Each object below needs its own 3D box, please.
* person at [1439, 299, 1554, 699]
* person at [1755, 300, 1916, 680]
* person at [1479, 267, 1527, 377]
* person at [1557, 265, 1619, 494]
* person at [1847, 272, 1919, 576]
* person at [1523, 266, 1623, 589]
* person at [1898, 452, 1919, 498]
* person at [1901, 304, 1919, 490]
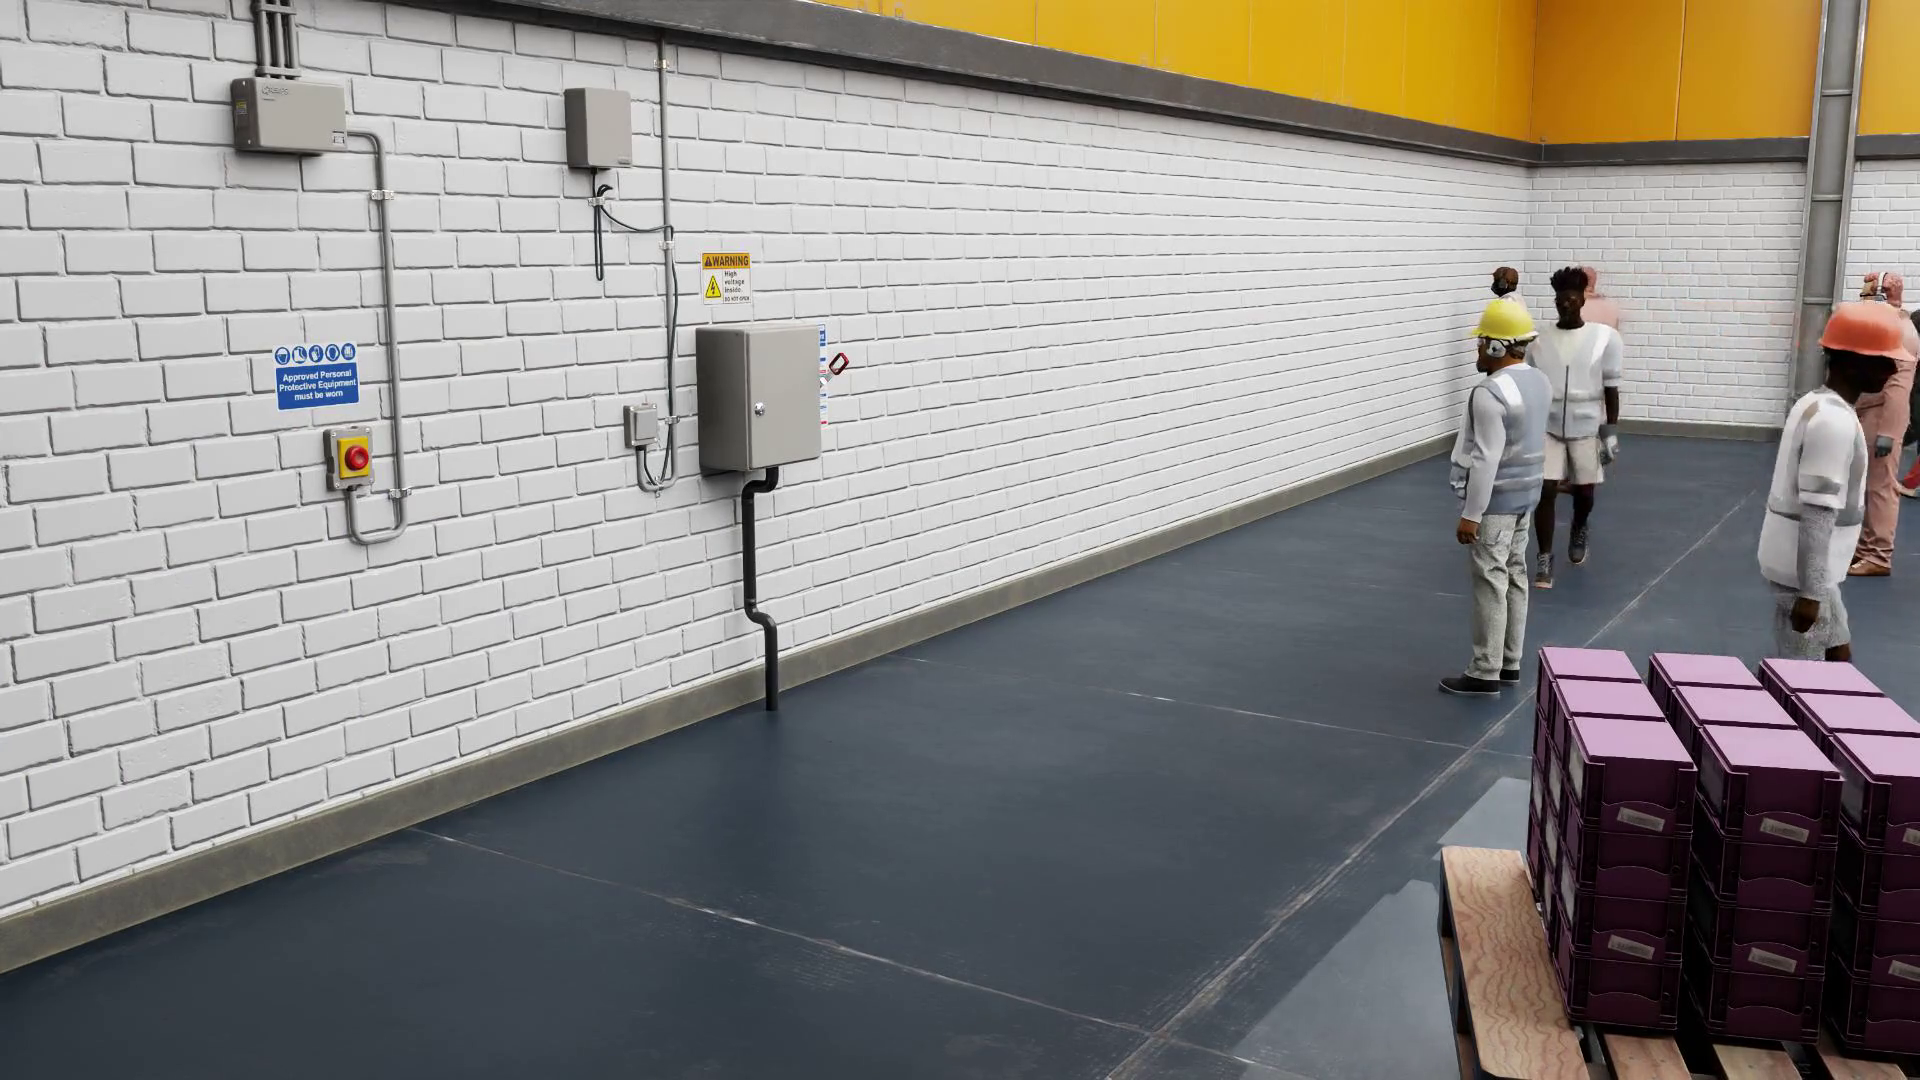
[{"bbox_3d":[2.466,-0.187,7.672,0.404,1.836,0.590,9,13,40],"label":"person"},{"bbox_3d":[2.979,0.082,6.024,0.794,1.903,0.582,4,11,22],"label":"person"},{"bbox_3d":[5.279,-1.737,16.244,0.429,1.844,0.622,6,12,30],"label":"person"},{"bbox_3d":[5.085,-1.323,13.809,0.673,1.887,0.557,-7,12,-34],"label":"person"},{"bbox_3d":[5.731,-0.721,10.451,0.401,1.905,0.642,3,11,17],"label":"person"},{"bbox_3d":[3.724,-0.701,10.195,0.616,1.948,0.696,4,11,23],"label":"person"},{"bbox_3d":[7.863,-1.130,13.197,0.516,1.719,0.866,-3,11,-16],"label":"person"},{"bbox_3d":[8.015,-1.345,13.937,0.640,1.893,0.603,-7,13,-36],"label":"person"}]
